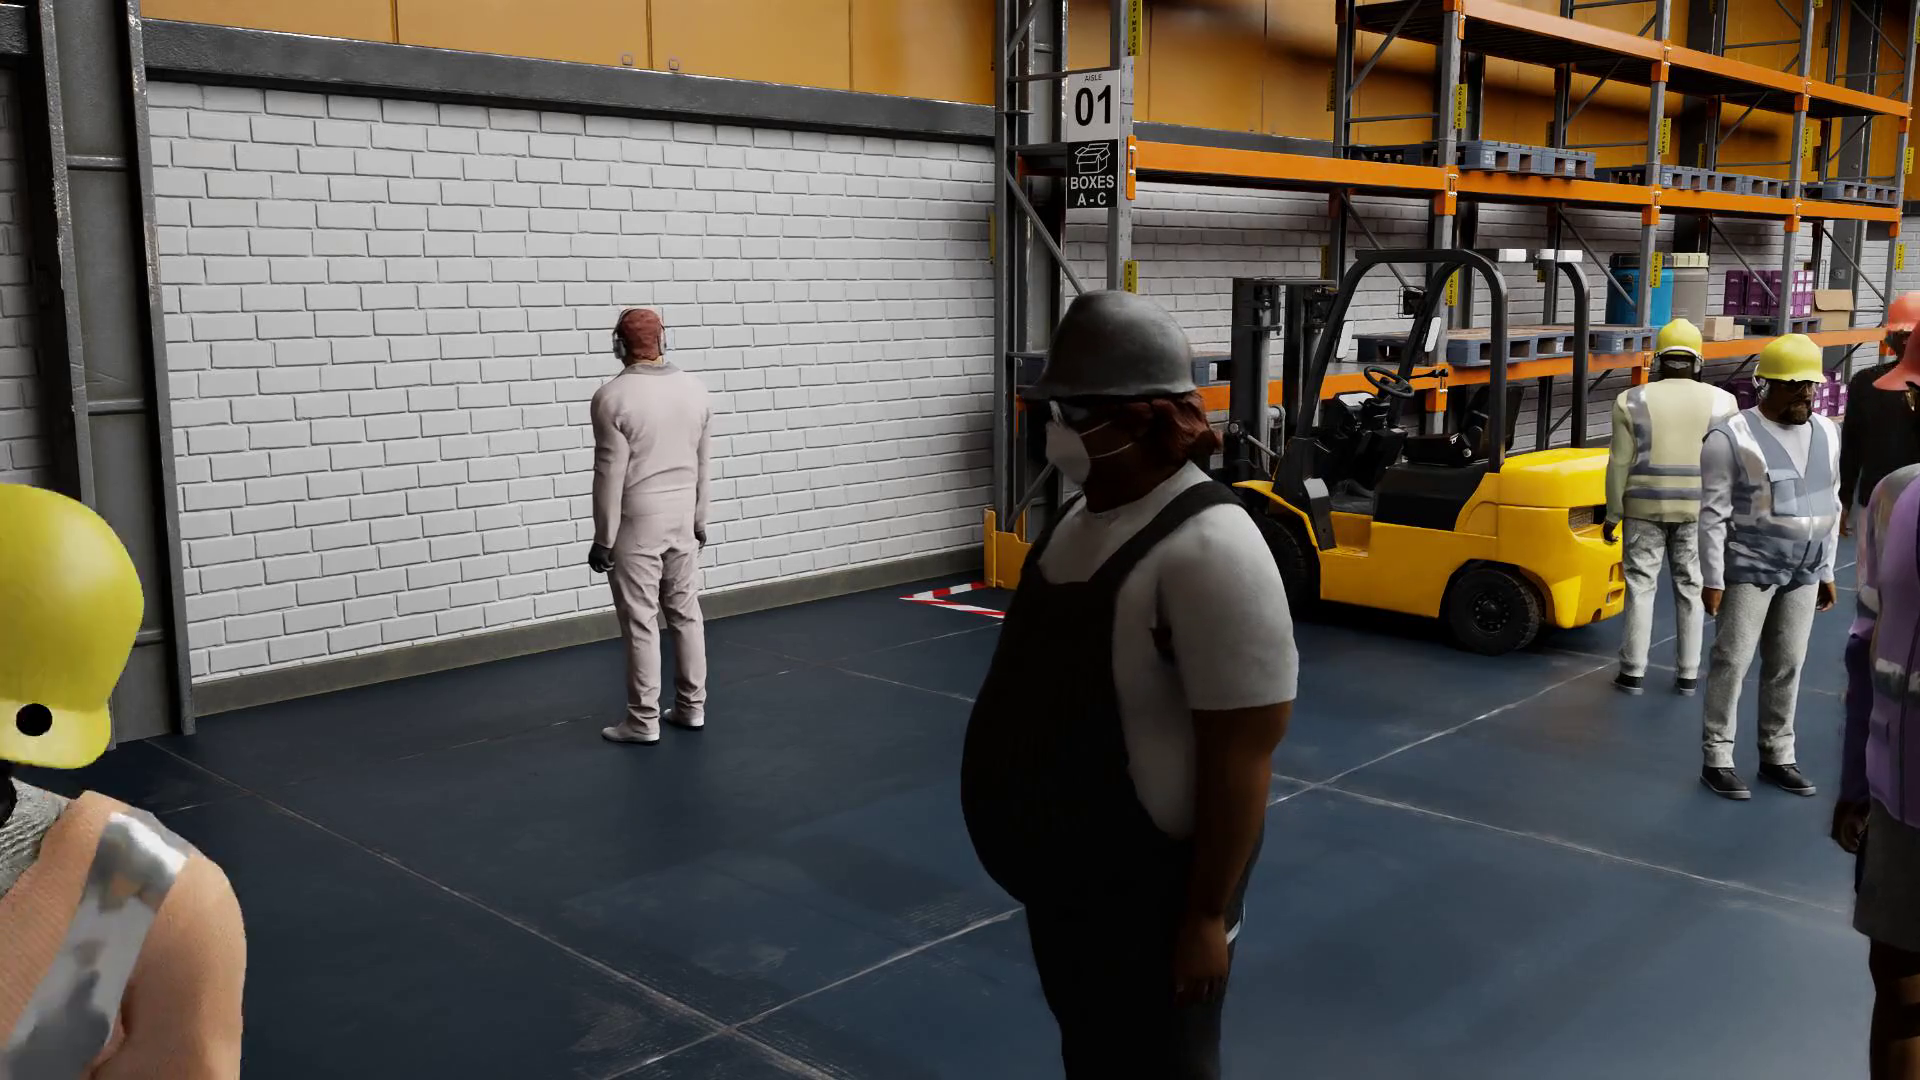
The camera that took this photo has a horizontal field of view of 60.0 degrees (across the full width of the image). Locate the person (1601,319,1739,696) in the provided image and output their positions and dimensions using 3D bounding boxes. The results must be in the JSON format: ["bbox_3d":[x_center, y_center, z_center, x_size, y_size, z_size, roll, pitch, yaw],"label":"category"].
[{"bbox_3d":[3.432,-0.145,8.068,0.609,1.827,0.415,2,9,11],"label":"person"}]

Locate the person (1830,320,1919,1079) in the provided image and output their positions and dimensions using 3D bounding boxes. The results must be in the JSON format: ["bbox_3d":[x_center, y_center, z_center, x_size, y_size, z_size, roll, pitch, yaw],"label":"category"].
[{"bbox_3d":[1.972,0.523,3.311,0.394,2.040,0.610,-2,10,-14],"label":"person"}]

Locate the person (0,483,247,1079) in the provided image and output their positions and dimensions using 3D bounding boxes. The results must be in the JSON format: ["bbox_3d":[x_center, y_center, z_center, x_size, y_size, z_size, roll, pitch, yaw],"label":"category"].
[{"bbox_3d":[-0.987,0.870,1.693,0.685,1.879,0.388,1,9,7],"label":"person"}]

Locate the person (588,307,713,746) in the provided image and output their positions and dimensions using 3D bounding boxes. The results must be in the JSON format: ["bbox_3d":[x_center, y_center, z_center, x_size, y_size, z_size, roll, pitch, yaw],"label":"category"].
[{"bbox_3d":[-1.377,-0.060,7.300,0.402,1.904,0.652,7,12,37],"label":"person"}]

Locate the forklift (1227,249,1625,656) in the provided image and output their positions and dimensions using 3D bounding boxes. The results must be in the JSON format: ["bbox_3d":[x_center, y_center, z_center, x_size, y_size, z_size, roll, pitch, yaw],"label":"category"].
[{"bbox_3d":[2.710,-0.584,9.626,2.313,2.155,1.214,9,13,43],"label":"forklift"}]

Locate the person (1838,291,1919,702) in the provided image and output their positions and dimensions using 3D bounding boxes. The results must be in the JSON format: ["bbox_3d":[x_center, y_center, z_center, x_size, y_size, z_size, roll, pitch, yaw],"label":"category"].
[{"bbox_3d":[4.475,-0.183,7.847,0.582,1.977,0.608,-6,11,-33],"label":"person"}]

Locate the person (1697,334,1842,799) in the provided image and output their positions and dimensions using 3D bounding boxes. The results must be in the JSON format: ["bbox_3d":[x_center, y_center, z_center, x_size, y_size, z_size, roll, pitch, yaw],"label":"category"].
[{"bbox_3d":[3.169,0.110,6.505,0.590,1.826,0.403,-2,9,-12],"label":"person"}]
